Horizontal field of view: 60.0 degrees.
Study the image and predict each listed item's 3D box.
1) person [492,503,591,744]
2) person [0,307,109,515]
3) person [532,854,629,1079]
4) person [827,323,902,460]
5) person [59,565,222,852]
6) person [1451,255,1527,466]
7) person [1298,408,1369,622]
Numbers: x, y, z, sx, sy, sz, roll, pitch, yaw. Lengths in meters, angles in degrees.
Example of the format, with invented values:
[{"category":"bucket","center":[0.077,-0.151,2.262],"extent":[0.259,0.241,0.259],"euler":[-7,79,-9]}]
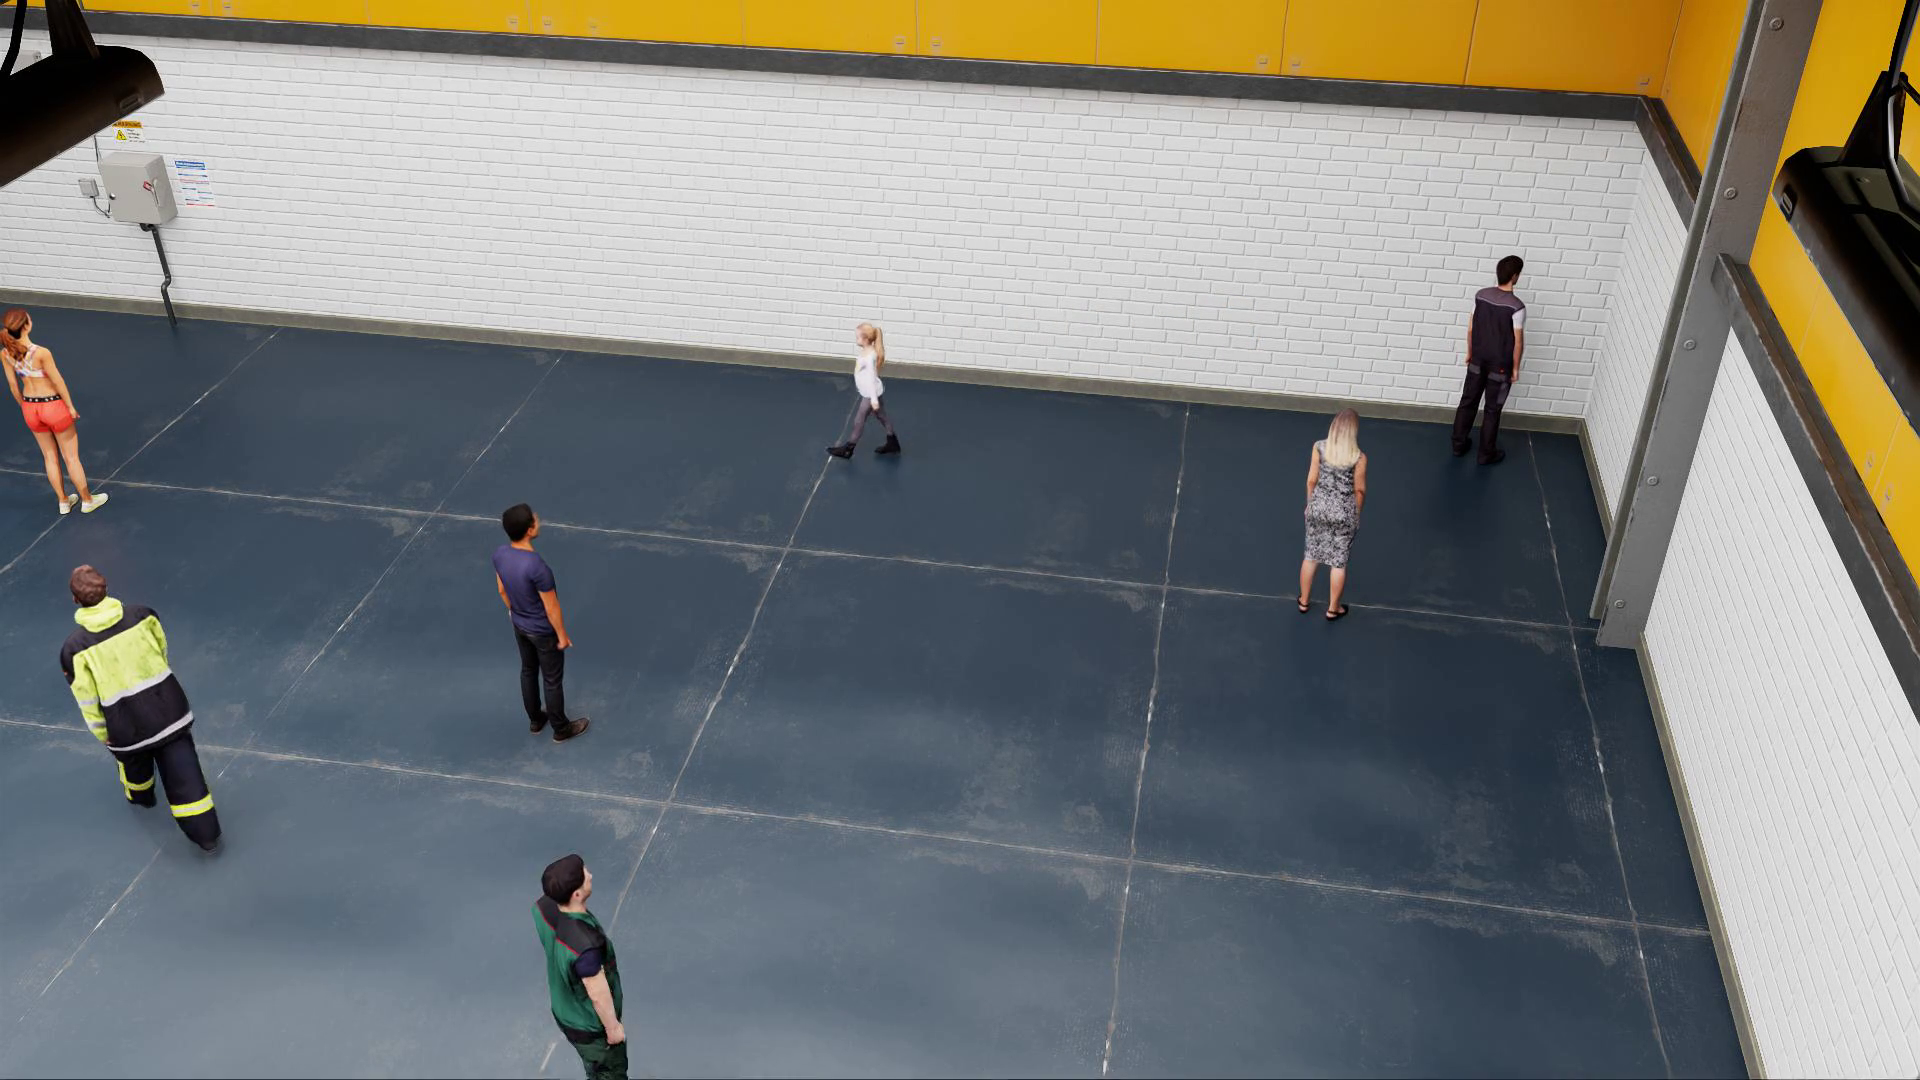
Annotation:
[{"category":"person","center":[-2.782,0.554,10.870],"extent":[0.709,1.789,0.663],"euler":[19,38,26]},{"category":"person","center":[-7.269,-1.017,13.233],"extent":[0.614,1.790,0.580],"euler":[1,34,2]},{"category":"person","center":[-1.887,2.331,8.113],"extent":[1.103,1.883,1.048],"euler":[-21,39,-28]},{"category":"person","center":[-0.686,-1.245,14.062],"extent":[0.689,1.252,0.839],"euler":[-2,34,-3]},{"category":"person","center":[-4.889,1.048,9.999],"extent":[1.311,1.931,1.286],"euler":[-28,43,-36]},{"category":"person","center":[4.445,-1.502,13.910],"extent":[0.767,1.847,0.744],"euler":[-29,43,-36]},{"category":"person","center":[2.690,-0.181,12.055],"extent":[0.634,1.702,0.608],"euler":[18,38,25]}]
